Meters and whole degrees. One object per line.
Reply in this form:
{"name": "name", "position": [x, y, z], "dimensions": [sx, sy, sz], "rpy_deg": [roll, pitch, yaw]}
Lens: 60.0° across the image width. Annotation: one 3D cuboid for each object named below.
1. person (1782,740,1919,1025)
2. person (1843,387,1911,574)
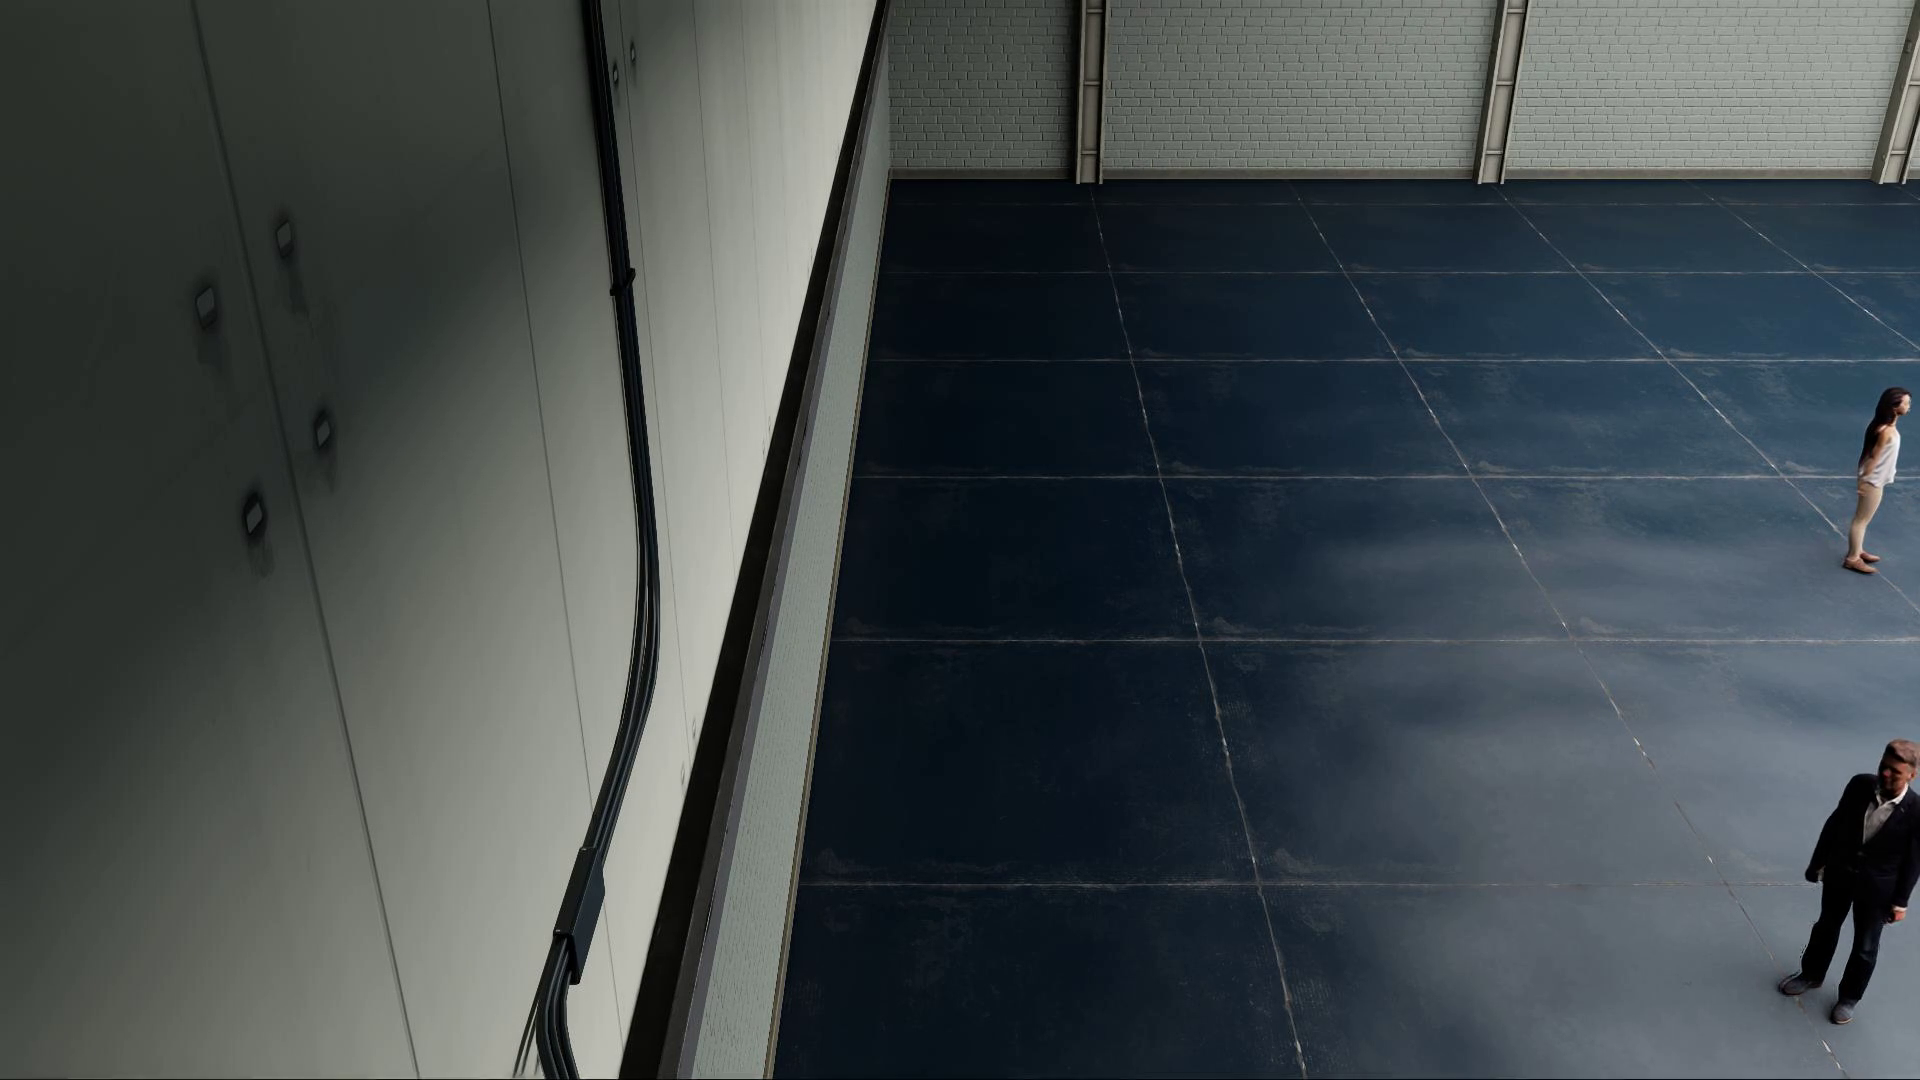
{"name": "person", "position": [5.107, 1.883, 9.377], "dimensions": [0.806, 1.816, 0.789], "rpy_deg": [-18, 33, -31]}
{"name": "person", "position": [7.721, -0.532, 14.082], "dimensions": [0.708, 1.655, 0.650], "rpy_deg": [10, 30, 18]}
